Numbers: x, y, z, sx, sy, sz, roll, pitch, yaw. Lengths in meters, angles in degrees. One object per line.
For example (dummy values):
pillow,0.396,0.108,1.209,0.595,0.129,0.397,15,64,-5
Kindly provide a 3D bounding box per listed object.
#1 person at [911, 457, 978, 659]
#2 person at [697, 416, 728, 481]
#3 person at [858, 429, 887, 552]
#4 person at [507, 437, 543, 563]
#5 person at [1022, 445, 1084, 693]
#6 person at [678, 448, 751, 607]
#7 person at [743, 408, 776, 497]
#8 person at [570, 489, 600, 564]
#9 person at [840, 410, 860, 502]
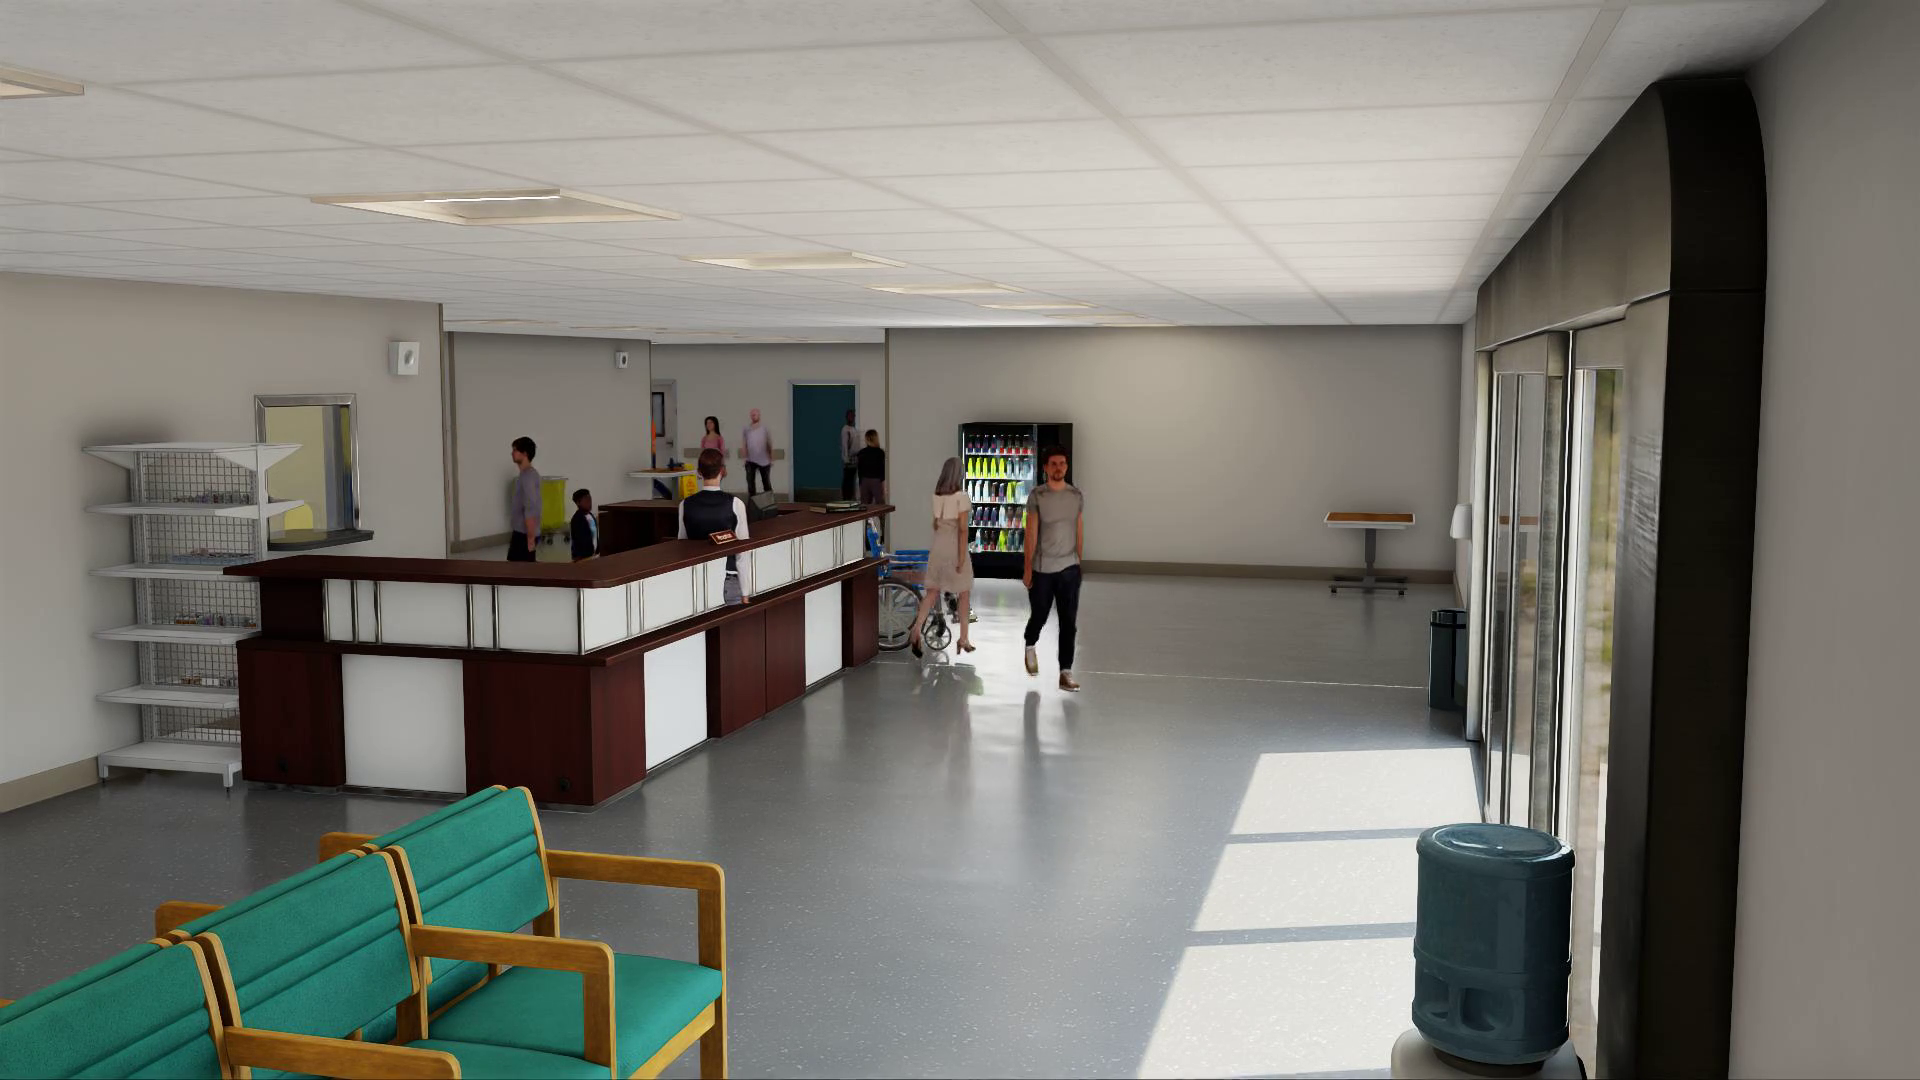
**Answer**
person,-0.142,0.195,13.905,1.182,1.695,0.961,4,7,34
person,-3.963,-1.144,27.061,0.687,1.727,0.692,2,6,20
person,-1.222,-0.651,22.590,0.895,1.640,0.712,2,6,19
person,-4.010,-0.049,15.703,1.166,1.822,0.975,-1,6,-14
person,0.700,0.218,12.847,1.206,1.861,1.083,-1,6,-12
person,-1.670,0.339,11.271,0.531,1.935,0.729,1,6,9
person,-3.529,-1.365,28.926,0.869,1.792,0.887,-1,6,-8
person,-3.894,0.115,16.908,0.821,1.252,0.506,2,6,17
person,-2.002,-1.470,30.064,0.580,1.773,0.645,3,6,25
